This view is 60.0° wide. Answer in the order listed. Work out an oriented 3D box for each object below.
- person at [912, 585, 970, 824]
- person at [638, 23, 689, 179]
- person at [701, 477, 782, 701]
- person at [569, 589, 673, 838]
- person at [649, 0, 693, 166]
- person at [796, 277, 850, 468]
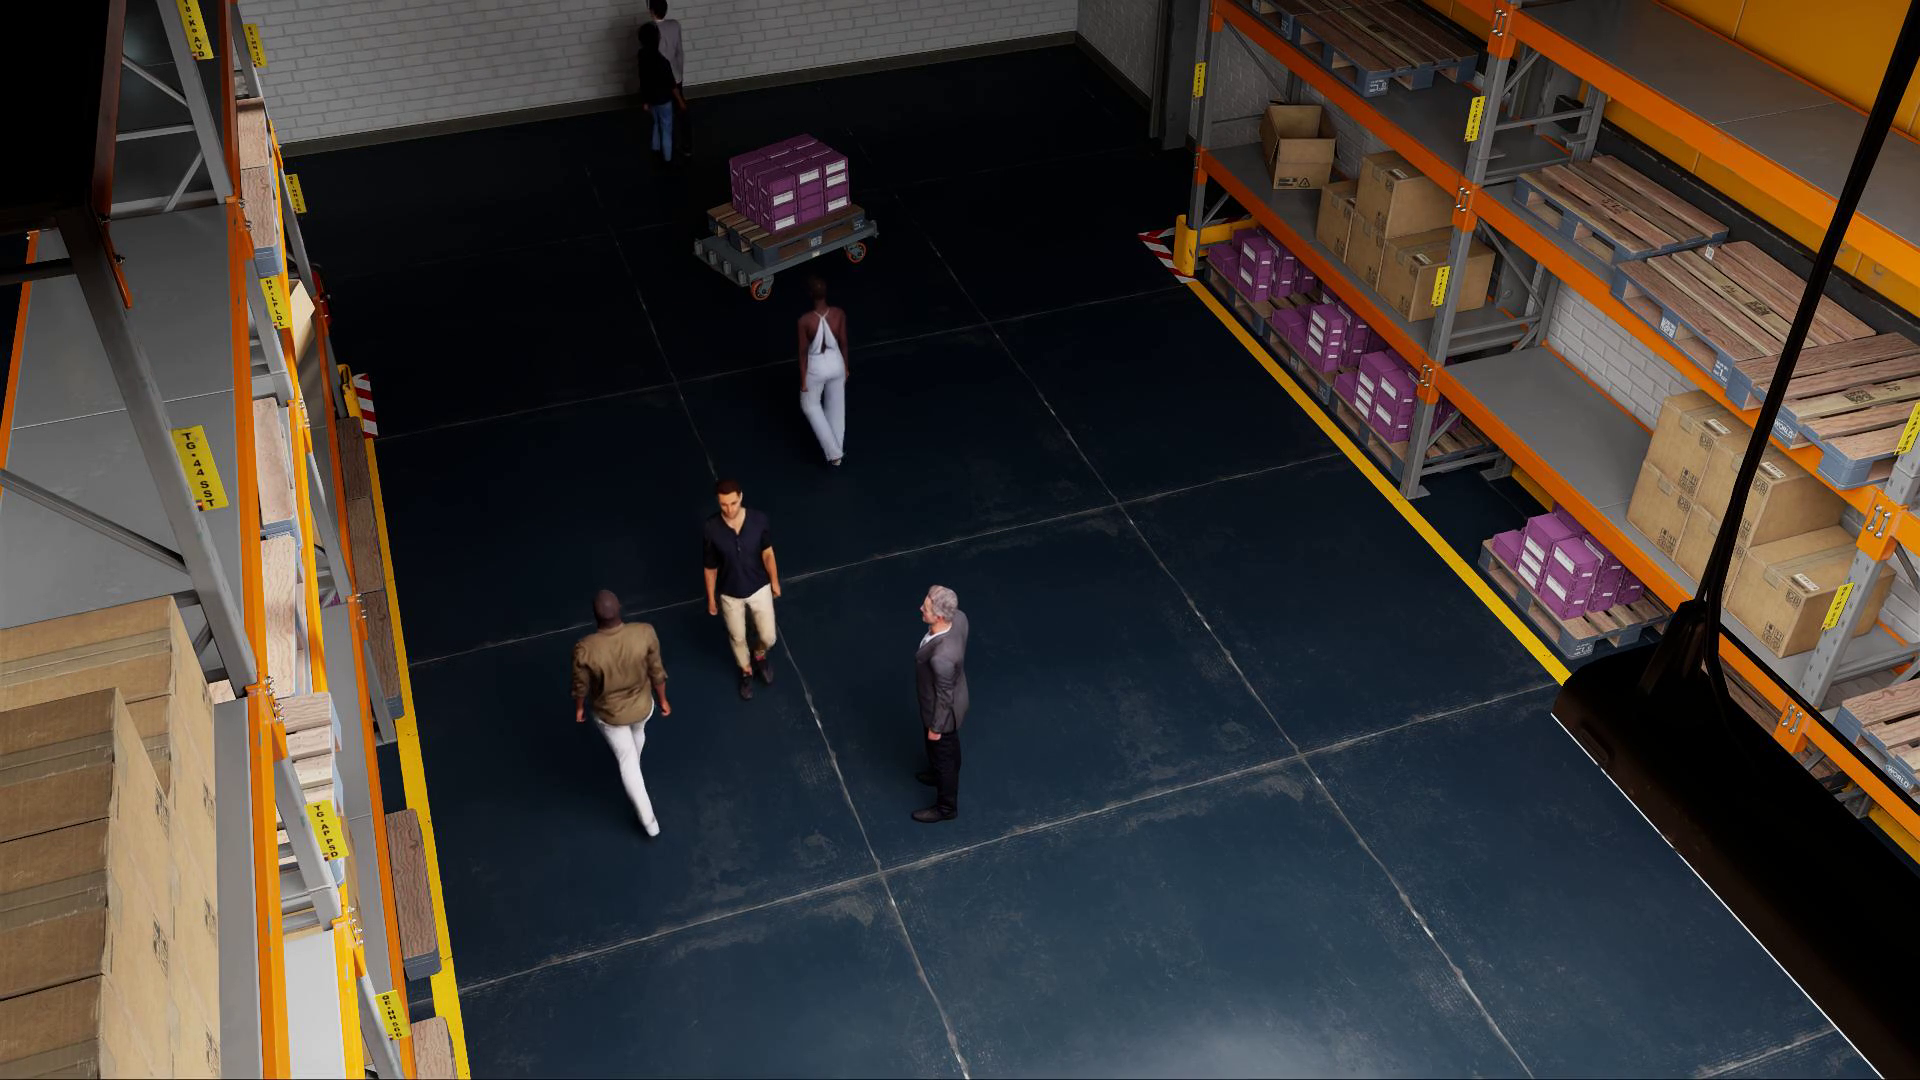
[{"bbox_3d":[-0.117,1.005,10.425,0.859,1.842,0.707,3,39,4],"label":"person"},{"bbox_3d":[-3.217,-4.605,17.566,0.667,1.697,0.754,27,46,30],"label":"person"},{"bbox_3d":[-1.483,0.278,11.336,0.705,1.842,0.679,-7,39,-9],"label":"person"},{"bbox_3d":[-2.070,1.107,10.345,0.829,1.784,1.149,-18,42,-21],"label":"person"},{"bbox_3d":[-3.157,-4.960,17.886,0.780,1.853,0.767,25,45,27],"label":"person"},{"bbox_3d":[-1.056,-1.268,13.330,0.645,1.770,0.764,-17,42,-20],"label":"person"}]
